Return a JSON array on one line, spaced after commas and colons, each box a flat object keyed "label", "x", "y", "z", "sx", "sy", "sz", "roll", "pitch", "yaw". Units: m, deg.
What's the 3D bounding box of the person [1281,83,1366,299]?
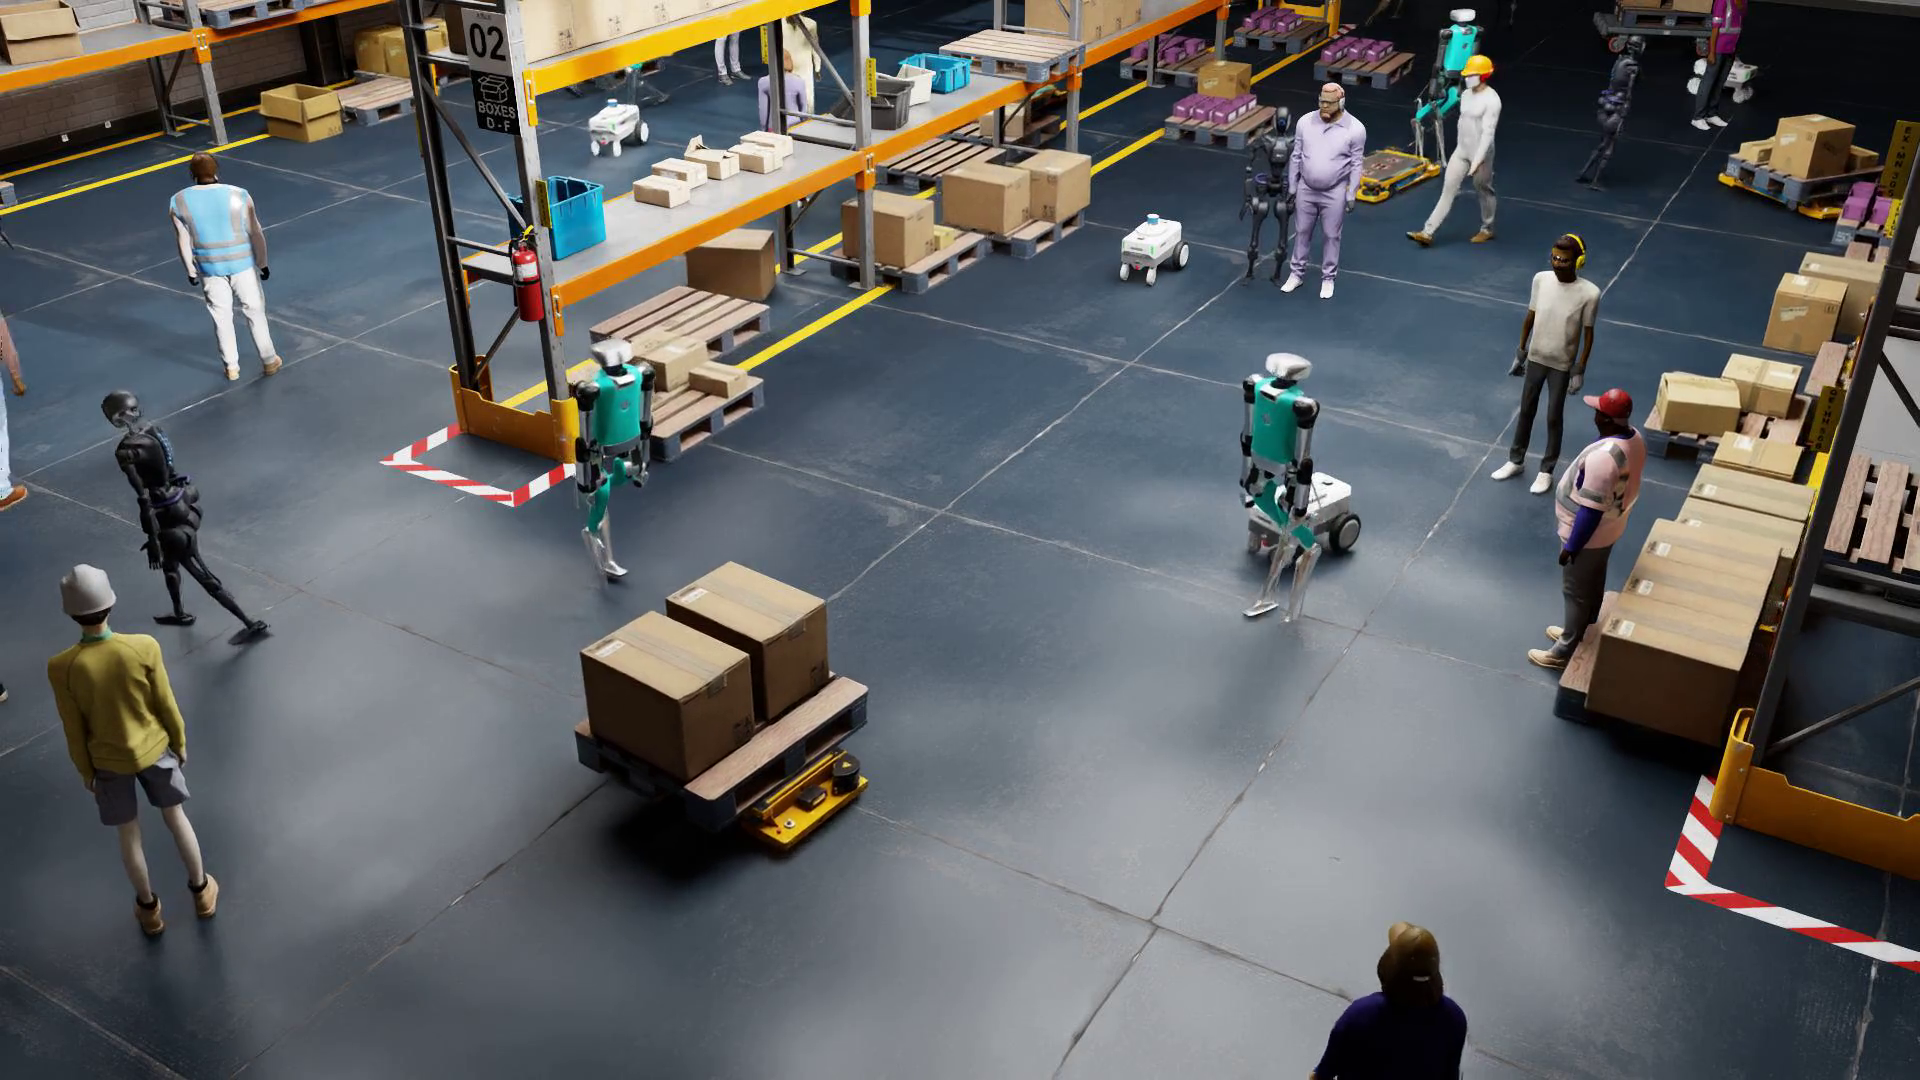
[{"label": "person", "x": 3.205, "y": -3.092, "z": 14.748, "sx": 0.652, "sy": 1.906, "sz": 0.411, "roll": 14, "pitch": 32, "yaw": 23}]

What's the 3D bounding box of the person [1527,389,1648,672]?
[{"label": "person", "x": 3.603, "y": -0.061, "z": 9.540, "sx": 0.420, "sy": 1.752, "sz": 0.622, "roll": 21, "pitch": 36, "yaw": 33}]

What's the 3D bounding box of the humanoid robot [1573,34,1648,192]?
[{"label": "humanoid robot", "x": 6.838, "y": -4.506, "z": 17.485, "sx": 0.439, "sy": 1.635, "sz": 0.622, "roll": 0, "pitch": 29, "yaw": 1}]

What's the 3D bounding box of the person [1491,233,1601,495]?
[{"label": "person", "x": 4.063, "y": -1.214, "z": 11.467, "sx": 0.310, "sy": 1.866, "sz": 0.528, "roll": -26, "pitch": 38, "yaw": -38}]

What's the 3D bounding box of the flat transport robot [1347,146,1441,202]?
[{"label": "flat transport robot", "x": 4.541, "y": -3.934, "z": 17.901, "sx": 0.659, "sy": 0.231, "sz": 1.431, "roll": 24, "pitch": 37, "yaw": 36}]

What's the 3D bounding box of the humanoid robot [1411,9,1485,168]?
[{"label": "humanoid robot", "x": 5.251, "y": -4.945, "z": 18.171, "sx": 0.531, "sy": 1.751, "sz": 0.698, "roll": -11, "pitch": 31, "yaw": -18}]

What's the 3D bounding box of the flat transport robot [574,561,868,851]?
[{"label": "flat transport robot", "x": -1.246, "y": 1.160, "z": 8.889, "sx": 1.431, "sy": 0.231, "sz": 0.659, "roll": 20, "pitch": 35, "yaw": 32}]

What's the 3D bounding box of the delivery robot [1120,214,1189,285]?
[{"label": "delivery robot", "x": 1.788, "y": -2.736, "z": 15.492, "sx": 0.499, "sy": 0.595, "sz": 0.792, "roll": 15, "pitch": 33, "yaw": 25}]

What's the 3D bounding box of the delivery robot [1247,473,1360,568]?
[{"label": "delivery robot", "x": 2.242, "y": -0.176, "z": 10.945, "sx": 0.749, "sy": 0.578, "sz": 0.505, "roll": -22, "pitch": 36, "yaw": -34}]

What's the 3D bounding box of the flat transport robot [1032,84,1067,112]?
[{"label": "flat transport robot", "x": 0.694, "y": -5.421, "z": 20.531, "sx": 0.659, "sy": 0.231, "sz": 1.431, "roll": 17, "pitch": 34, "yaw": 27}]

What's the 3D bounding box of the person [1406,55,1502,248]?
[{"label": "person", "x": 4.845, "y": -3.684, "z": 15.866, "sx": 1.033, "sy": 1.828, "sz": 0.570, "roll": -16, "pitch": 33, "yaw": -26}]

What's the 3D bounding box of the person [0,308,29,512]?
[{"label": "person", "x": -6.681, "y": -1.070, "z": 11.134, "sx": 0.729, "sy": 1.946, "sz": 0.518, "roll": -5, "pitch": 30, "yaw": -9}]

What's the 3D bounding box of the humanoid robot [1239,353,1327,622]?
[{"label": "humanoid robot", "x": 2.005, "y": -0.316, "z": 10.011, "sx": 0.626, "sy": 1.801, "sz": 0.531, "roll": -20, "pitch": 35, "yaw": -32}]

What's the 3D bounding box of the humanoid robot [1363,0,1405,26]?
[{"label": "humanoid robot", "x": 6.316, "y": -8.345, "z": 24.246, "sx": 0.870, "sy": 1.783, "sz": 0.532, "roll": 21, "pitch": 36, "yaw": 33}]

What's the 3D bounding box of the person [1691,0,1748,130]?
[{"label": "person", "x": 8.992, "y": -5.780, "z": 19.562, "sx": 0.509, "sy": 1.847, "sz": 0.340, "roll": -17, "pitch": 33, "yaw": -27}]

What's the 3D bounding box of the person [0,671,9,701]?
[{"label": "person", "x": -5.710, "y": 0.053, "z": 9.139, "sx": 0.376, "sy": 1.958, "sz": 0.624, "roll": -19, "pitch": 35, "yaw": -30}]

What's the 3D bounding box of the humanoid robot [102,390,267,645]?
[{"label": "humanoid robot", "x": -4.617, "y": -0.150, "z": 9.845, "sx": 0.751, "sy": 1.620, "sz": 0.608, "roll": -4, "pitch": 30, "yaw": -7}]

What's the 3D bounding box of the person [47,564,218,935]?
[{"label": "person", "x": -3.784, "y": 0.970, "z": 7.594, "sx": 0.481, "sy": 1.883, "sz": 0.399, "roll": -18, "pitch": 34, "yaw": -29}]

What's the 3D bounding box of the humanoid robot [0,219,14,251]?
[{"label": "humanoid robot", "x": -8.352, "y": -2.551, "z": 14.037, "sx": 0.608, "sy": 1.637, "sz": 0.638, "roll": -25, "pitch": 38, "yaw": -37}]

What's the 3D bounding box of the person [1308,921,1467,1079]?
[{"label": "person", "x": 1.536, "y": 2.027, "z": 6.019, "sx": 0.450, "sy": 1.575, "sz": 0.838, "roll": -6, "pitch": 30, "yaw": -10}]

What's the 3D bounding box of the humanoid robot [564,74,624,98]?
[{"label": "humanoid robot", "x": -4.704, "y": -6.370, "z": 20.765, "sx": 0.994, "sy": 1.773, "sz": 0.552, "roll": -22, "pitch": 36, "yaw": -34}]

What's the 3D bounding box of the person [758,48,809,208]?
[{"label": "person", "x": -1.787, "y": -4.197, "z": 16.977, "sx": 0.498, "sy": 1.632, "sz": 0.285, "roll": 1, "pitch": 29, "yaw": 2}]

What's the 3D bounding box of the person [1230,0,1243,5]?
[{"label": "person", "x": 4.041, "y": -9.038, "z": 25.492, "sx": 0.882, "sy": 1.679, "sz": 0.580, "roll": -9, "pitch": 31, "yaw": -15}]

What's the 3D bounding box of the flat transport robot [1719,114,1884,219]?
[{"label": "flat transport robot", "x": 8.759, "y": -3.689, "z": 17.468, "sx": 0.659, "sy": 0.231, "sz": 1.431, "roll": -11, "pitch": 31, "yaw": -18}]

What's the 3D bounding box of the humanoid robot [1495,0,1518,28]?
[{"label": "humanoid robot", "x": 8.124, "y": -8.417, "z": 24.458, "sx": 0.609, "sy": 1.621, "sz": 0.827, "roll": 6, "pitch": 30, "yaw": 11}]

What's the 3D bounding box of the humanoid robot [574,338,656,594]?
[{"label": "humanoid robot", "x": -2.243, "y": -0.440, "z": 10.318, "sx": 0.824, "sy": 1.843, "sz": 0.531, "roll": 26, "pitch": 39, "yaw": 38}]

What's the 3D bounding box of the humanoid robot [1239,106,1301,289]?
[{"label": "humanoid robot", "x": 2.814, "y": -3.073, "z": 14.943, "sx": 0.589, "sy": 1.654, "sz": 0.321, "roll": 0, "pitch": 29, "yaw": 0}]

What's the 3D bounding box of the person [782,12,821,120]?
[{"label": "person", "x": -1.858, "y": -5.286, "z": 18.801, "sx": 0.600, "sy": 1.726, "sz": 0.690, "roll": -4, "pitch": 30, "yaw": -7}]

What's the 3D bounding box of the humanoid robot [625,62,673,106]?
[{"label": "humanoid robot", "x": -3.933, "y": -6.047, "z": 20.172, "sx": 0.530, "sy": 1.727, "sz": 1.040, "roll": 18, "pitch": 34, "yaw": 29}]

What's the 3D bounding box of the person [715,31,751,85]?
[{"label": "person", "x": -3.000, "y": -6.903, "z": 21.444, "sx": 0.417, "sy": 1.953, "sz": 0.488, "roll": 23, "pitch": 37, "yaw": 34}]

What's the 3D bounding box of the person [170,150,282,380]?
[{"label": "person", "x": -5.811, "y": -2.172, "z": 13.189, "sx": 0.632, "sy": 1.839, "sz": 0.429, "roll": -9, "pitch": 31, "yaw": -16}]

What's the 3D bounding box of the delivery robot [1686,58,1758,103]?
[{"label": "delivery robot", "x": 9.654, "y": -5.869, "z": 21.028, "sx": 0.793, "sy": 0.590, "sz": 0.499, "roll": 25, "pitch": 38, "yaw": 37}]

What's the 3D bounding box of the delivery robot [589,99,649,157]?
[{"label": "delivery robot", "x": -3.940, "y": -4.740, "z": 19.026, "sx": 0.499, "sy": 0.584, "sz": 0.783, "roll": 8, "pitch": 30, "yaw": 13}]

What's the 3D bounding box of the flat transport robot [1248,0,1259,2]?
[{"label": "flat transport robot", "x": 4.512, "y": -8.779, "z": 26.471, "sx": 1.431, "sy": 0.231, "sz": 0.659, "roll": 21, "pitch": 36, "yaw": 32}]
